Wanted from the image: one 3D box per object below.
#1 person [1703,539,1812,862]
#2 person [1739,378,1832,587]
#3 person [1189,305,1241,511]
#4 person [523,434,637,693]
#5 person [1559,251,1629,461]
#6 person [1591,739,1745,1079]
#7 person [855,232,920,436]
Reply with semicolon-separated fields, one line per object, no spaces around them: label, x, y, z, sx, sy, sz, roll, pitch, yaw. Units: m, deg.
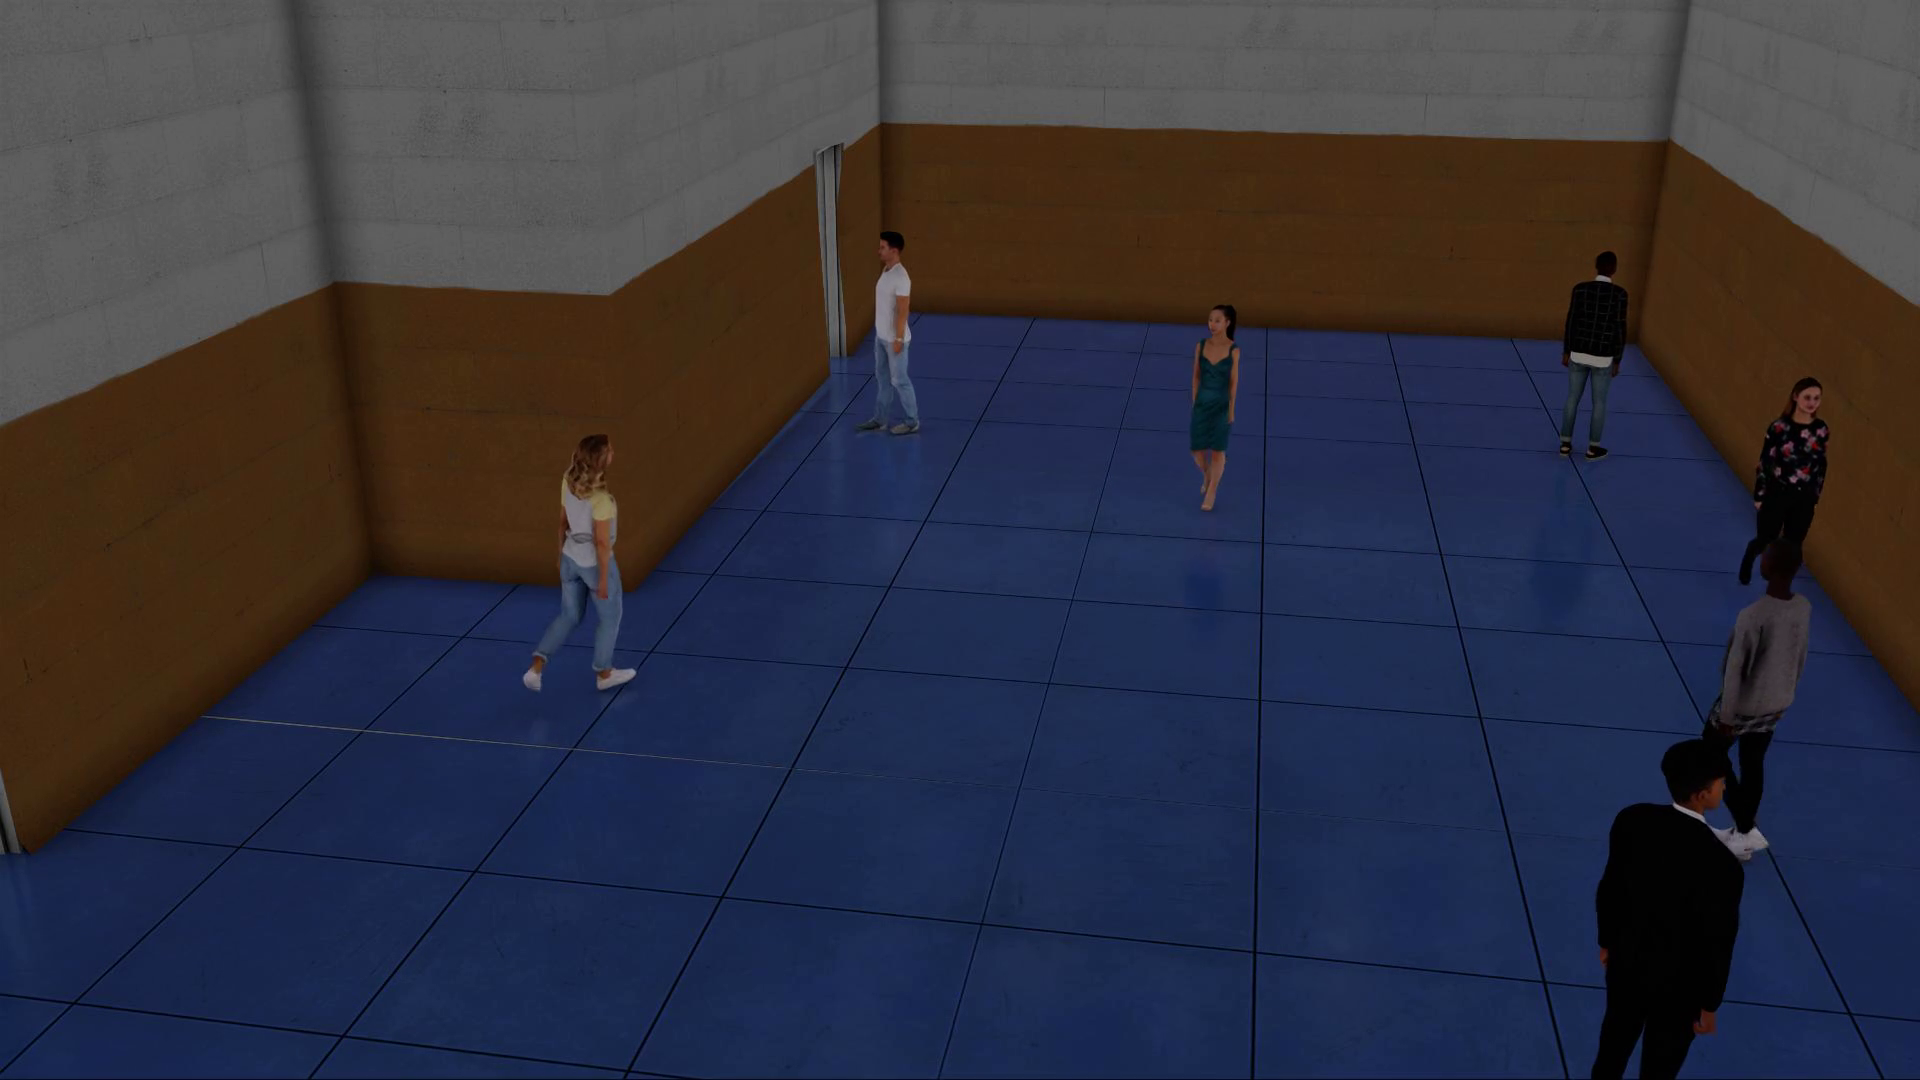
person;4.089;0.865;8.390;0.769;1.761;0.835;-8;23;-20
person;5.681;-0.323;11.470;0.731;1.669;0.664;2;22;6
person;2.075;-1.063;13.298;0.637;1.680;0.701;12;25;28
person;-2.327;0.197;10.123;1.036;1.692;1.012;15;26;33
person;5.496;-1.608;14.466;0.656;1.820;0.798;15;26;33
person;2.662;1.619;6.357;0.801;1.878;0.760;-13;25;-29
person;-0.565;-1.866;15.055;0.937;1.859;0.864;-7;23;-18
